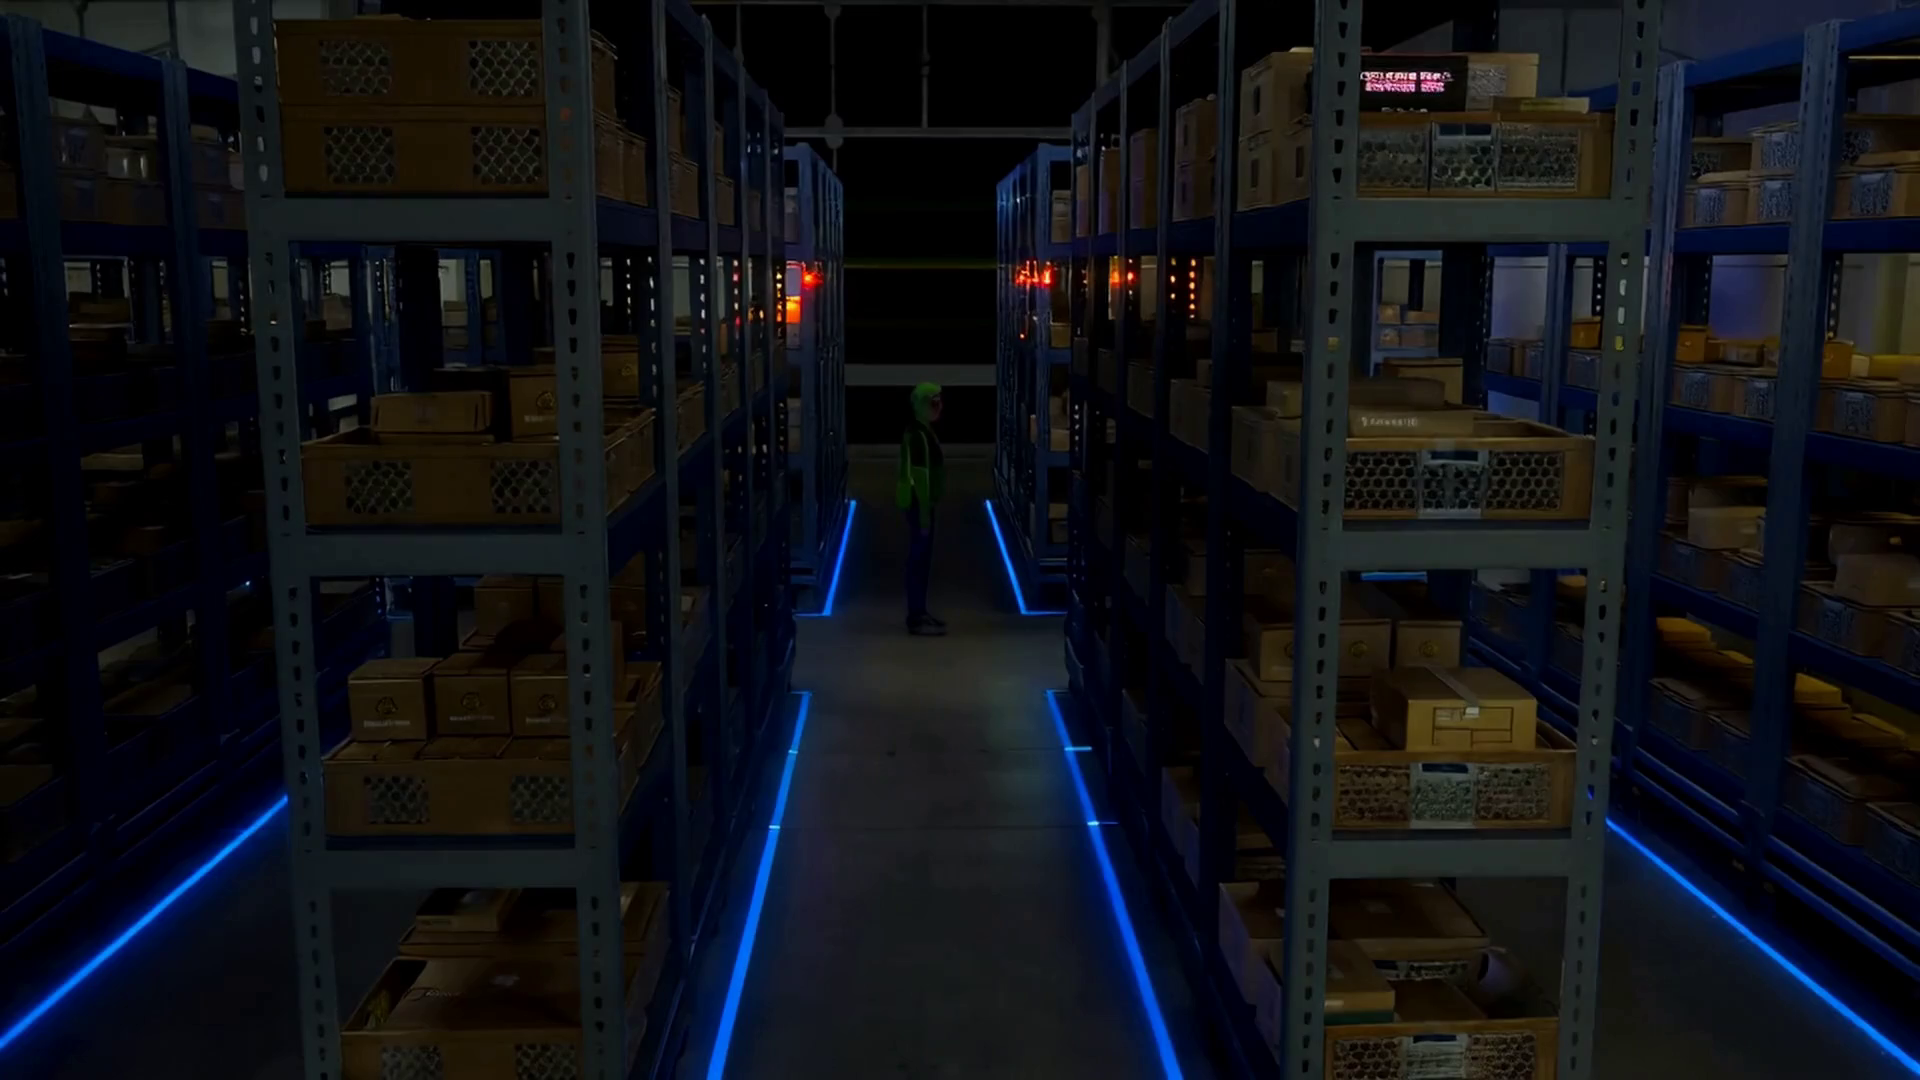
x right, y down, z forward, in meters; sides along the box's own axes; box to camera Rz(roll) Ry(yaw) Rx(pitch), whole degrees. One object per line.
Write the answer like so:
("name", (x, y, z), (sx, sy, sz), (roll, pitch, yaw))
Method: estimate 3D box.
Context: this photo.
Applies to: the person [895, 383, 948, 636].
("person", (-0.282, -0.229, 12.173), (0.378, 1.844, 0.569), (0, 9, -1))
